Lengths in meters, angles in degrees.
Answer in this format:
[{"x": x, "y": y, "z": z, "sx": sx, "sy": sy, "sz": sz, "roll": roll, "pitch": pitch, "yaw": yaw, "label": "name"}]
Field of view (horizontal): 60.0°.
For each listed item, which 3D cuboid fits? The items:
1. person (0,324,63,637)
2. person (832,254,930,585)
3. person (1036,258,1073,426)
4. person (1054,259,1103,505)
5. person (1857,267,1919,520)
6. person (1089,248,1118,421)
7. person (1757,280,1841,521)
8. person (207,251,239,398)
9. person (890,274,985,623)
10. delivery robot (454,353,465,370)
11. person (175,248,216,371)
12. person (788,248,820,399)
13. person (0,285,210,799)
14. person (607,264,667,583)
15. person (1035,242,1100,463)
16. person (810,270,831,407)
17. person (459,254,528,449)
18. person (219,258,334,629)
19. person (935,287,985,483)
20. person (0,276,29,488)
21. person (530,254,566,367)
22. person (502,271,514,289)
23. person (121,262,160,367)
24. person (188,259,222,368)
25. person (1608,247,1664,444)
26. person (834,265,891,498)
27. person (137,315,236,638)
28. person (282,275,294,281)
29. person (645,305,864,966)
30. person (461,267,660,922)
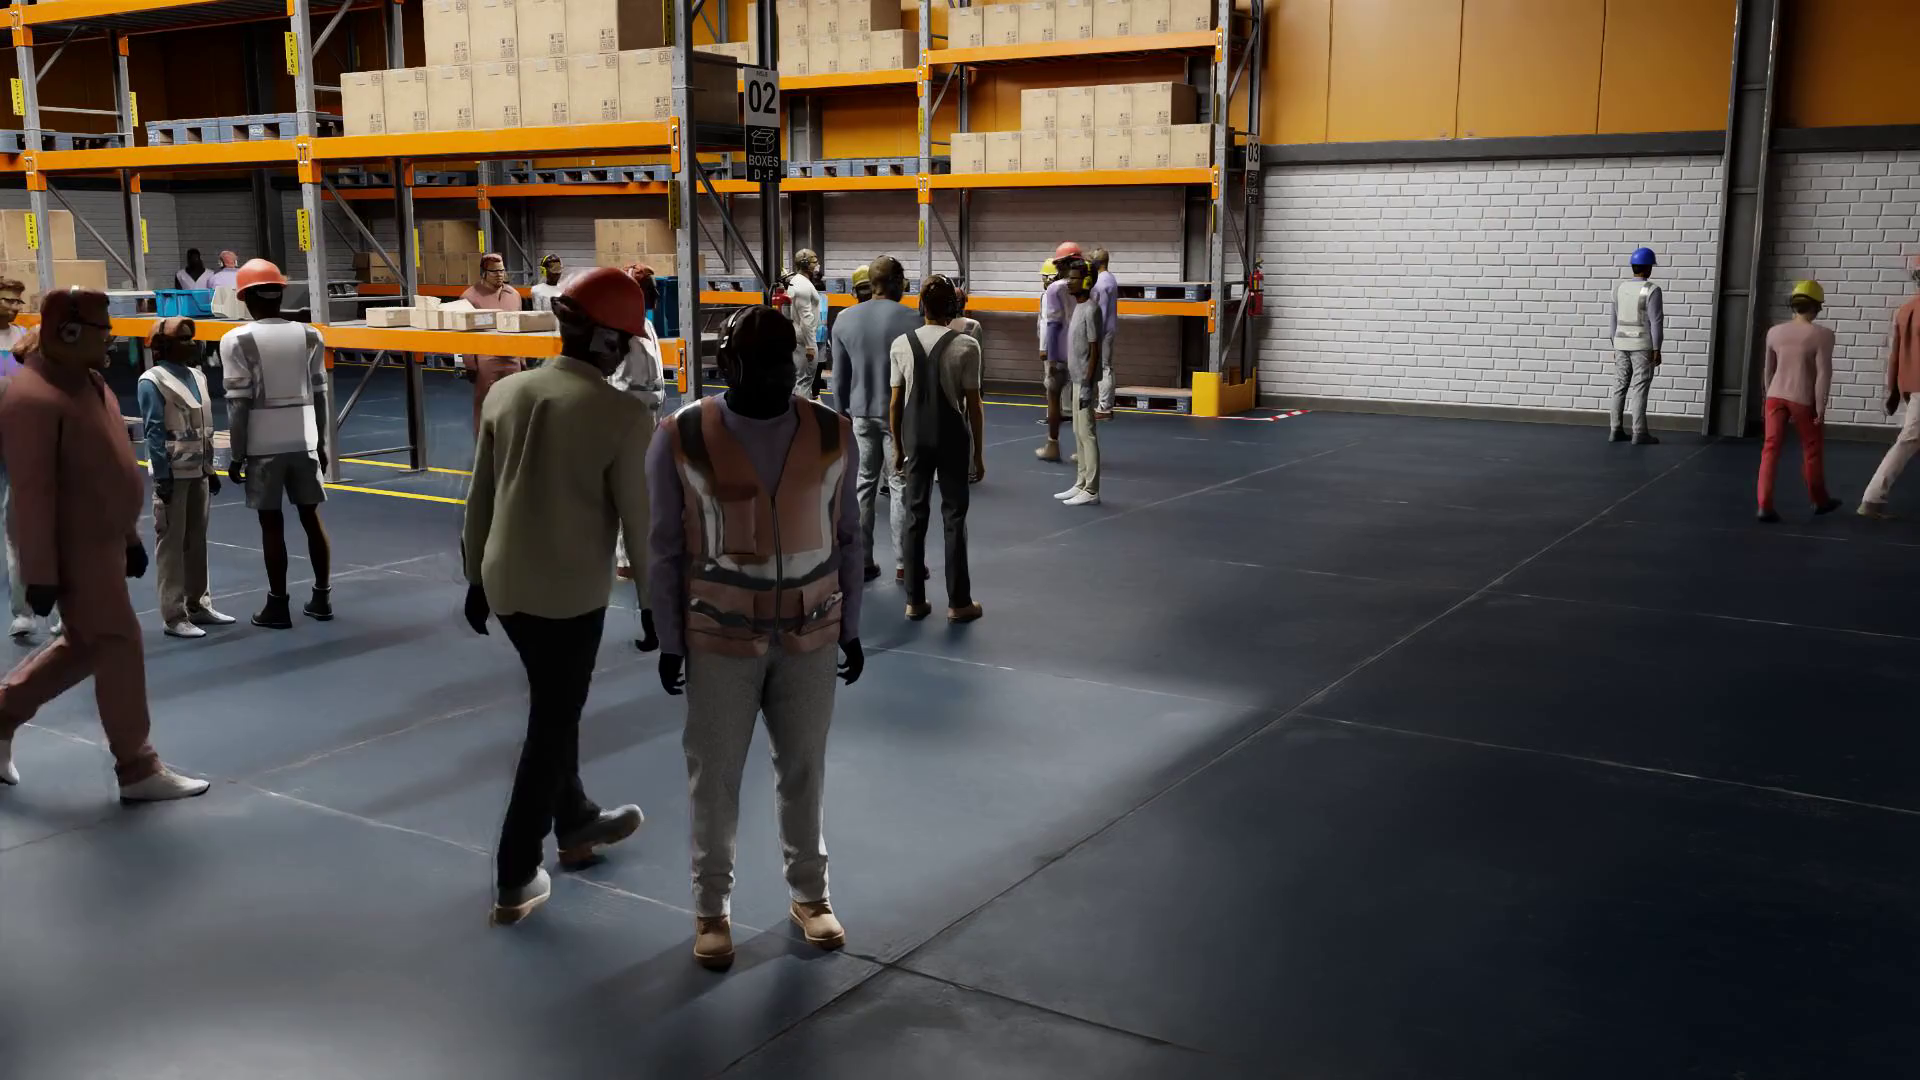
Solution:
[{"x": -4.634, "y": -0.282, "z": 8.392, "sx": 0.528, "sy": 1.603, "sz": 0.362, "roll": -9, "pitch": 13, "yaw": -40, "label": "person"}, {"x": -0.446, "y": -0.703, "z": 9.812, "sx": 0.631, "sy": 1.936, "sz": 0.362, "roll": 4, "pitch": 11, "yaw": 20, "label": "person"}, {"x": 1.042, "y": -2.163, "z": 18.230, "sx": 0.404, "sy": 1.826, "sz": 0.591, "roll": 7, "pitch": 12, "yaw": 33, "label": "person"}, {"x": 0.926, "y": -1.204, "z": 12.761, "sx": 0.325, "sy": 1.876, "sz": 0.521, "roll": -1, "pitch": 10, "yaw": -8, "label": "person"}, {"x": 7.012, "y": -1.103, "z": 12.033, "sx": 0.988, "sy": 1.951, "sz": 0.620, "roll": 1, "pitch": 10, "yaw": 3, "label": "person"}, {"x": 1.586, "y": -2.297, "z": 18.646, "sx": 0.352, "sy": 1.936, "sz": 0.635, "roll": 3, "pitch": 11, "yaw": 16, "label": "person"}, {"x": 6.103, "y": -1.009, "z": 12.070, "sx": 0.868, "sy": 1.723, "sz": 0.542, "roll": -7, "pitch": 12, "yaw": -34, "label": "person"}, {"x": -9.347, "y": -2.767, "z": 21.416, "sx": 0.679, "sy": 1.886, "sz": 0.417, "roll": -9, "pitch": 14, "yaw": -41, "label": "person"}, {"x": -0.117, "y": -0.477, "z": 8.819, "sx": 0.515, "sy": 1.843, "sz": 0.327, "roll": 3, "pitch": 11, "yaw": 19, "label": "person"}, {"x": -7.016, "y": -2.647, "z": 24.157, "sx": 0.707, "sy": 0.478, "sz": 0.477, "roll": 7, "pitch": 12, "yaw": 33, "label": "delivery robot"}, {"x": -11.808, "y": -3.565, "z": 25.782, "sx": 0.617, "sy": 1.903, "sz": 0.688, "roll": -4, "pitch": 11, "yaw": -21, "label": "person"}, {"x": -1.579, "y": -2.008, "z": 17.040, "sx": 0.372, "sy": 1.940, "sz": 0.630, "roll": -2, "pitch": 11, "yaw": -13, "label": "person"}, {"x": -3.226, "y": 0.023, "z": 5.983, "sx": 0.829, "sy": 1.874, "sz": 0.636, "roll": -2, "pitch": 10, "yaw": -12, "label": "person"}, {"x": -1.912, "y": -0.690, "z": 9.892, "sx": 0.357, "sy": 1.883, "sz": 0.573, "roll": 1, "pitch": 10, "yaw": 6, "label": "person"}, {"x": 1.010, "y": -1.698, "z": 15.161, "sx": 0.627, "sy": 1.998, "sz": 0.757, "roll": -7, "pitch": 12, "yaw": -33, "label": "person"}, {"x": -1.733, "y": -2.357, "z": 19.647, "sx": 0.318, "sy": 1.694, "sz": 0.540, "roll": 9, "pitch": 13, "yaw": 39, "label": "person"}, {"x": -4.134, "y": -1.592, "z": 14.855, "sx": 0.404, "sy": 1.900, "sz": 0.643, "roll": 8, "pitch": 13, "yaw": 39, "label": "person"}, {"x": -3.580, "y": -0.497, "z": 8.705, "sx": 0.391, "sy": 1.926, "sz": 0.547, "roll": 9, "pitch": 14, "yaw": 41, "label": "person"}, {"x": -0.050, "y": -1.283, "z": 13.859, "sx": 0.522, "sy": 1.636, "sz": 0.310, "roll": 3, "pitch": 11, "yaw": 15, "label": "person"}, {"x": -5.729, "y": -0.648, "z": 9.847, "sx": 0.733, "sy": 1.817, "sz": 0.599, "roll": 7, "pitch": 12, "yaw": 35, "label": "person"}, {"x": -4.305, "y": -2.088, "z": 17.673, "sx": 0.328, "sy": 1.872, "sz": 0.512, "roll": 7, "pitch": 13, "yaw": 36, "label": "person"}, {"x": -5.931, "y": -2.720, "z": 21.532, "sx": 0.321, "sy": 1.741, "sz": 0.489, "roll": 5, "pitch": 11, "yaw": 26, "label": "person"}, {"x": -12.975, "y": -3.571, "z": 26.316, "sx": 0.908, "sy": 1.718, "sz": 0.552, "roll": 8, "pitch": 13, "yaw": 39, "label": "person"}, {"x": -12.147, "y": -3.651, "z": 26.608, "sx": 0.932, "sy": 1.788, "sz": 0.690, "roll": 8, "pitch": 13, "yaw": 37, "label": "person"}, {"x": 6.737, "y": -1.928, "z": 16.567, "sx": 0.381, "sy": 1.950, "sz": 0.605, "roll": -5, "pitch": 11, "yaw": -27, "label": "person"}, {"x": -0.714, "y": -1.221, "z": 12.996, "sx": 0.587, "sy": 1.825, "sz": 0.404, "roll": -5, "pitch": 11, "yaw": -27, "label": "person"}, {"x": -4.001, "y": -0.329, "z": 8.559, "sx": 0.307, "sy": 1.642, "sz": 0.513, "roll": 1, "pitch": 10, "yaw": 5, "label": "person"}, {"x": -7.899, "y": -2.295, "z": 19.527, "sx": 0.366, "sy": 1.641, "sz": 0.505, "roll": 4, "pitch": 11, "yaw": 19, "label": "person"}, {"x": -0.560, "y": 0.268, "z": 4.698, "sx": 0.627, "sy": 1.844, "sz": 0.429, "roll": -4, "pitch": 11, "yaw": -20, "label": "person"}, {"x": -1.178, "y": 0.144, "z": 5.106, "sx": 0.691, "sy": 1.937, "sz": 0.819, "roll": 5, "pitch": 11, "yaw": 27, "label": "person"}]
